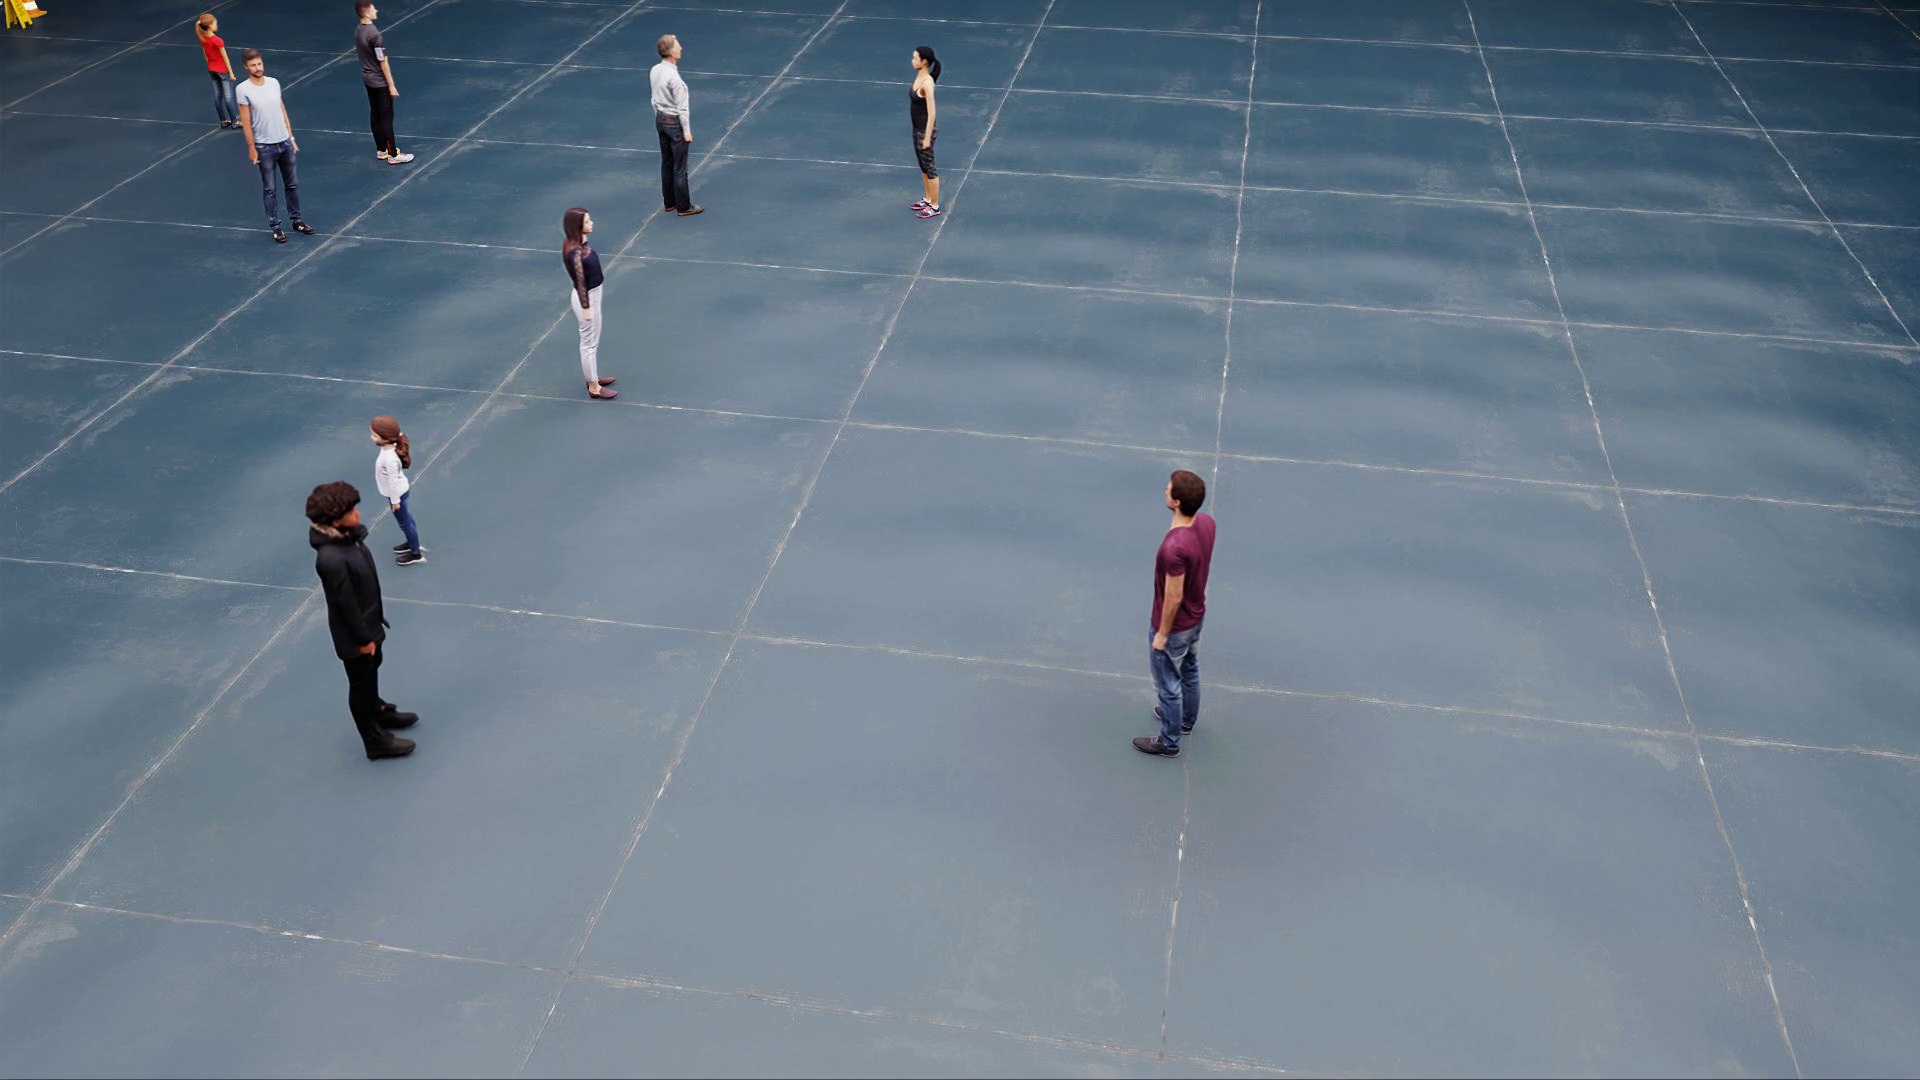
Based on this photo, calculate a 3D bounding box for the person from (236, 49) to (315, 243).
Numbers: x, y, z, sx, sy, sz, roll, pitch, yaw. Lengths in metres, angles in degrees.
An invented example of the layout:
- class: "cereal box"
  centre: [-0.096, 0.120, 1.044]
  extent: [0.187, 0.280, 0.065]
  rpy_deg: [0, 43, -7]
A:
- class: "person"
  centre: [-6.774, -3.896, 16.367]
  extent: [0.721, 1.866, 0.722]
  rpy_deg: [25, 40, 34]

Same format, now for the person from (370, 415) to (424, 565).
- class: "person"
  centre: [-3.886, -0.365, 11.479]
  extent: [0.564, 1.110, 0.516]
  rpy_deg: [-10, 34, -15]

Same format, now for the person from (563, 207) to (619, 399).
- class: "person"
  centre: [-3.009, -1.933, 13.497]
  extent: [0.651, 1.607, 0.671]
  rpy_deg: [-7, 33, -11]

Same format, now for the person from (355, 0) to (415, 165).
- class: "person"
  centre: [-6.400, -5.039, 18.276]
  extent: [0.782, 1.764, 0.683]
  rpy_deg: [-27, 41, -36]

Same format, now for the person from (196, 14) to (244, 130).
- class: "person"
  centre: [-8.629, -5.455, 19.360]
  extent: [0.464, 1.310, 0.591]
  rpy_deg: [13, 35, 20]

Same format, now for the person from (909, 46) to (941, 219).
- class: "person"
  centre: [-0.348, -4.152, 16.902]
  extent: [0.663, 1.728, 0.654]
  rpy_deg: [-9, 33, -13]

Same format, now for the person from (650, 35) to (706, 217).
- class: "person"
  centre: [-2.928, -4.239, 16.956]
  extent: [0.797, 1.818, 0.704]
  rpy_deg: [-26, 41, -35]

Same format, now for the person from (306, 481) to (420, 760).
- class: "person"
  centre: [-3.478, 0.457, 9.554]
  extent: [0.690, 1.773, 0.697]
  rpy_deg: [-5, 33, -8]

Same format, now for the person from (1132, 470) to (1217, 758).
- class: "person"
  centre: [1.258, 0.423, 9.533]
  extent: [0.699, 1.854, 0.730]
  rpy_deg: [19, 37, 27]
